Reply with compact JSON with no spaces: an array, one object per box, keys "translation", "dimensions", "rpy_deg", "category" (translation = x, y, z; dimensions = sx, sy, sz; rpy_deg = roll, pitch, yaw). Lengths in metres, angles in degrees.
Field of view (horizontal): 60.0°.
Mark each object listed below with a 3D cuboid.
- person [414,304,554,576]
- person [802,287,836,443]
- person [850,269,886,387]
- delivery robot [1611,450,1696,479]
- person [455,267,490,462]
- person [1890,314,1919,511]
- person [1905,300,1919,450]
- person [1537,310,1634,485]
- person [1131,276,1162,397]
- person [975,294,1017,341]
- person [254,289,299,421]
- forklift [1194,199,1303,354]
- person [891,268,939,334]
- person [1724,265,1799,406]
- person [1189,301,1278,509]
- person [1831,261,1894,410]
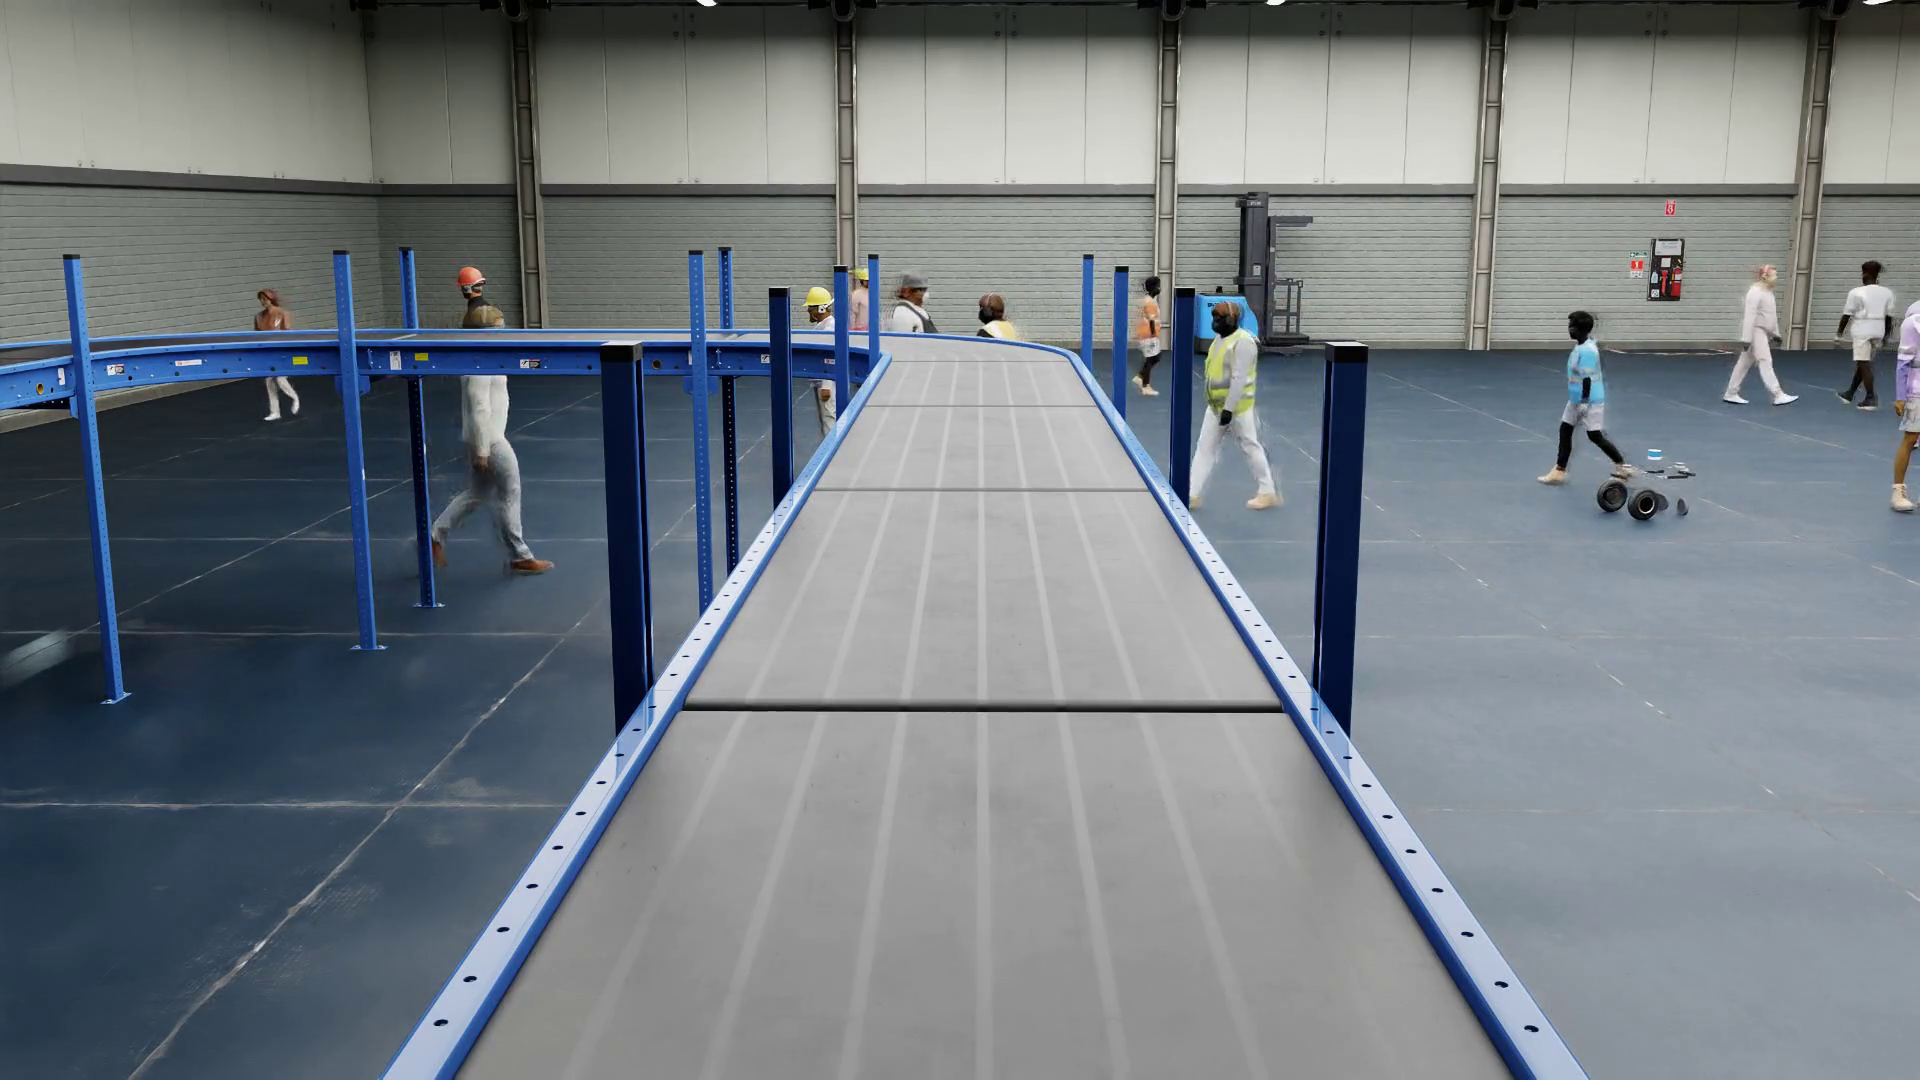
[{"translation":[-3.380,-0.691,11.629],"dimensions":[0.871,1.916,0.638],"rpy_deg":[-4,12,-18],"category":"person"},{"translation":[-1.340,-1.556,16.285],"dimensions":[0.403,1.826,0.593],"rpy_deg":[-3,11,-13],"category":"person"},{"translation":[-1.331,-3.091,24.371],"dimensions":[0.640,1.745,0.541],"rpy_deg":[8,14,37],"category":"person"},{"translation":[5.883,-0.650,14.095],"dimensions":[0.698,0.223,0.335],"rpy_deg":[-3,11,-14],"category":"delivery robot"},{"translation":[-4.947,-1.796,17.077],"dimensions":[0.391,1.990,0.623],"rpy_deg":[-1,11,-5],"category":"person"},{"translation":[8.294,-1.256,14.173],"dimensions":[0.614,2.040,0.391],"rpy_deg":[-1,11,-3],"category":"person"},{"translation":[10.516,-1.913,17.923],"dimensions":[0.402,1.902,0.640],"rpy_deg":[-10,15,-42],"category":"person"},{"translation":[5.917,-1.316,15.517],"dimensions":[0.816,1.656,0.537],"rpy_deg":[1,11,6],"category":"person"},{"translation":[2.672,-2.853,23.320],"dimensions":[0.367,1.688,0.535],"rpy_deg":[1,11,7],"category":"person"},{"translation":[0.284,-1.395,15.541],"dimensions":[0.963,1.797,0.620],"rpy_deg":[4,12,21],"category":"person"},{"translation":[-8.470,-2.294,20.580],"dimensions":[0.531,1.622,0.423],"rpy_deg":[3,11,16],"category":"person"},{"translation":[5.313,-4.851,30.603],"dimensions":[1.873,2.768,1.129],"rpy_deg":[0,11,1],"category":"forklift"},{"translation":[-0.506,-1.733,16.743],"dimensions":[0.930,2.000,0.694],"rpy_deg":[1,11,7],"category":"person"},{"translation":[10.712,-2.710,22.100],"dimensions":[0.979,1.856,0.663],"rpy_deg":[8,13,34],"category":"person"},{"translation":[2.319,-1.149,14.295],"dimensions":[0.978,1.795,0.638],"rpy_deg":[-4,12,-20],"category":"person"},{"translation":[11.842,-2.702,21.896],"dimensions":[0.636,1.915,0.971],"rpy_deg":[-2,11,-10],"category":"person"}]
